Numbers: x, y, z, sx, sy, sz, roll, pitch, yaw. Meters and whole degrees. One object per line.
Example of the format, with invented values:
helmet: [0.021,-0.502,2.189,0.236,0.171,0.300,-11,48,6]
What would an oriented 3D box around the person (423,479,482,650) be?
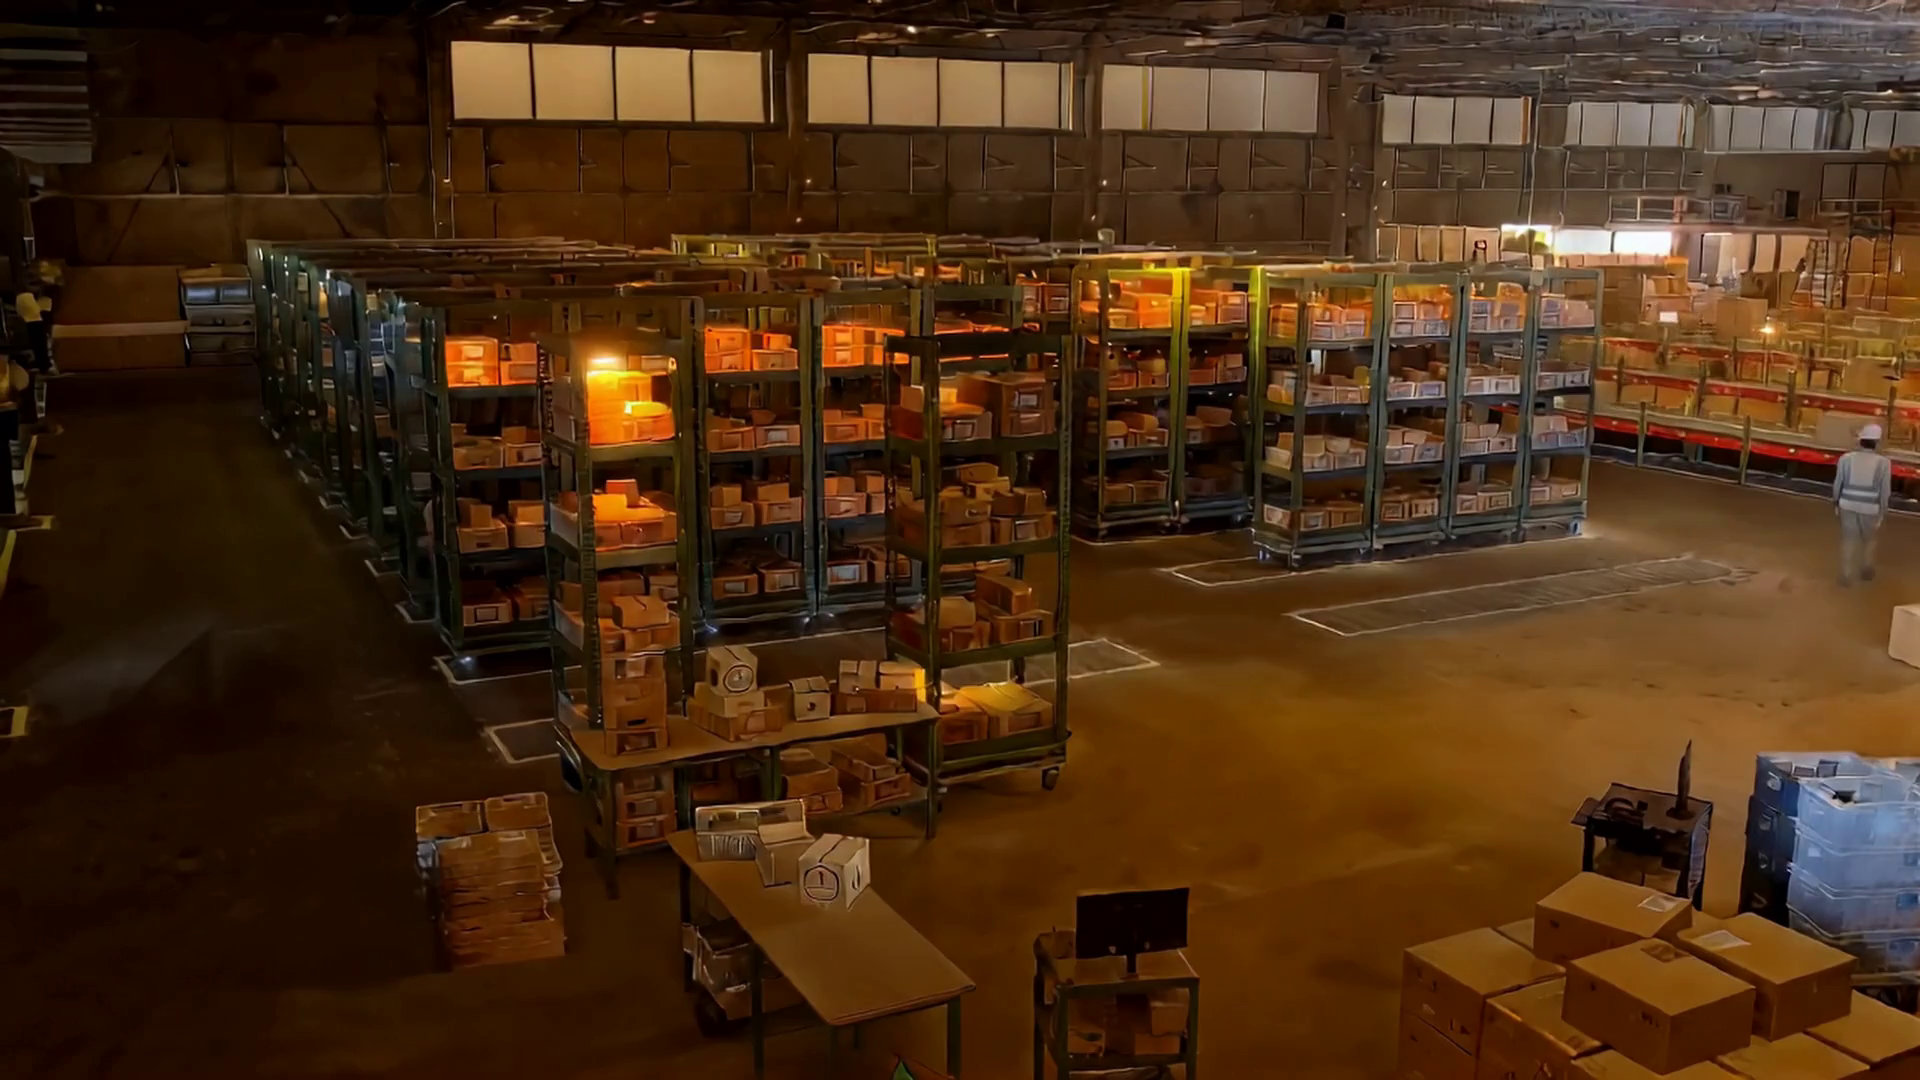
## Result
person: [-5.204,0.189,17.071,0.570,1.840,0.373,-9,15,-36]

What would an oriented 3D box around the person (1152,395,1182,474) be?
person: [3.005,-1.380,24.532,0.614,1.795,0.770,4,13,17]

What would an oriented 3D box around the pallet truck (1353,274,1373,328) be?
pallet truck: [13.011,-8.050,55.243,0.823,1.965,1.885,-7,14,-28]

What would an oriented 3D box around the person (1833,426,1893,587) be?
person: [10.719,-0.419,19.777,0.607,1.901,0.970,8,15,35]
